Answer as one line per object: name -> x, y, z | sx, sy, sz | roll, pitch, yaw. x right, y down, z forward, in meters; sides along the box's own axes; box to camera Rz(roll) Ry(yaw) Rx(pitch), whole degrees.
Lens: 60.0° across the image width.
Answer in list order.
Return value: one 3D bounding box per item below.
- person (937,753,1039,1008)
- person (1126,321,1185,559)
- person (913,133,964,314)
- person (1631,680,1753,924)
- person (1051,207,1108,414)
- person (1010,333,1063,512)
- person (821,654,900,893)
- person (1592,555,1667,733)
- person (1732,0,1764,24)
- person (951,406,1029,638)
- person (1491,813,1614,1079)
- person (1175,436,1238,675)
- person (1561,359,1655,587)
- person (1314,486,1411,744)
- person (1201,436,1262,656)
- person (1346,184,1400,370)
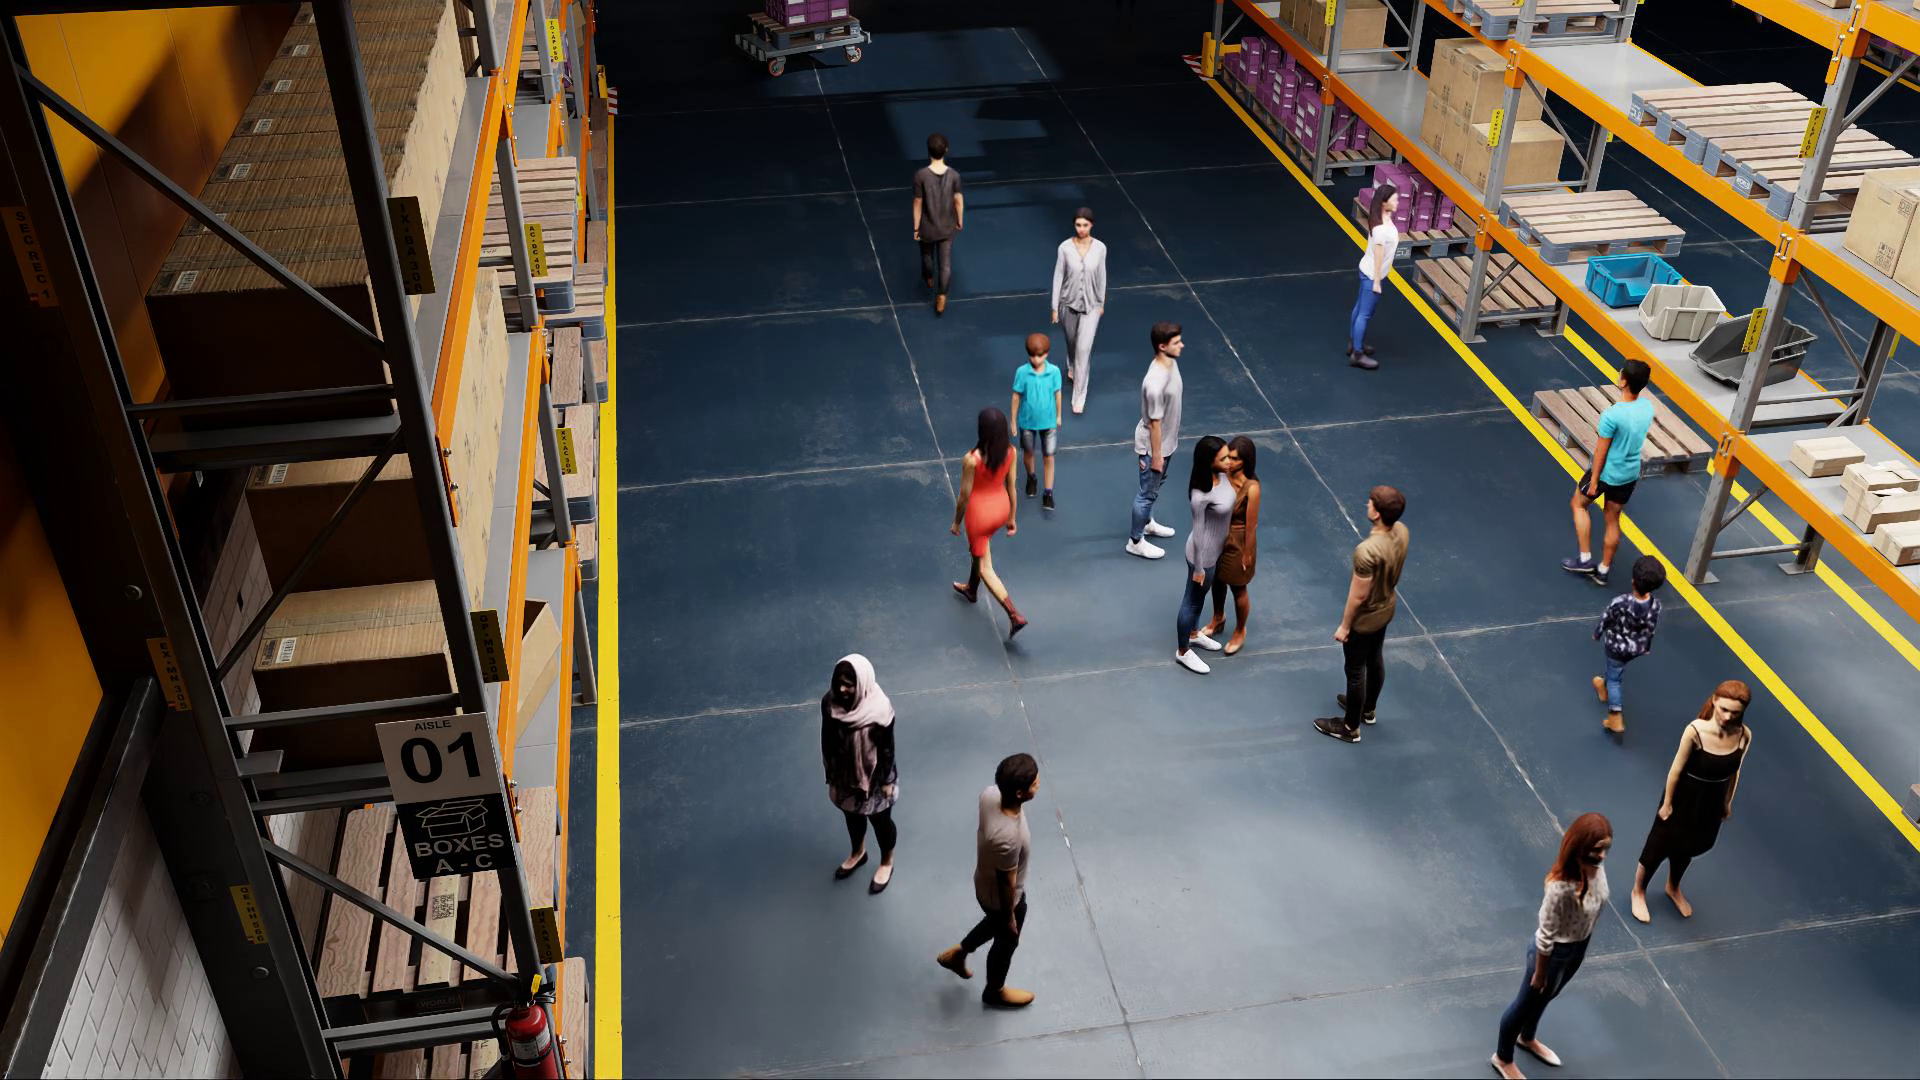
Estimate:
person -> 0.137, 1.788, 8.625 | 0.714, 1.698, 0.698 | -3, 34, -4
person -> 1.451, -0.758, 12.287 | 0.805, 1.886, 0.670 | 10, 35, 14
person -> -0.212, -2.970, 15.807 | 0.697, 1.673, 1.057 | -3, 34, -4
person -> 4.078, 1.428, 9.232 | 0.586, 1.626, 0.582 | -2, 34, -4
person -> 1.028, -2.059, 14.390 | 0.811, 1.724, 1.183 | 3, 34, 5
person -> 0.607, -0.992, 13.046 | 0.651, 1.435, 0.828 | 1, 34, 2
person -> -0.548, 1.293, 9.430 | 0.738, 1.631, 0.780 | 15, 36, 21
person -> 4.295, 0.678, 10.718 | 0.538, 1.231, 0.848 | -3, 34, -4
person -> 11.487, -8.316, 23.905 | 0.667, 1.610, 1.034 | -1, 34, -2
person -> 0.230, -0.097, 11.478 | 0.924, 1.681, 1.199 | -21, 39, -29
person -> 2.961, 2.018, 8.254 | 0.651, 1.728, 0.657 | -26, 41, -33
person -> 1.632, 0.072, 11.173 | 0.749, 1.736, 0.657 | 15, 37, 22
person -> 4.748, -0.425, 11.902 | 0.677, 1.758, 0.667 | -12, 35, -17
person -> 2.581, 0.458, 10.488 | 0.784, 1.852, 0.748 | 26, 41, 33
person -> 1.840, 0.029, 11.285 | 0.696, 1.683, 0.588 | -23, 40, -31
person -> 3.688, -2.363, 14.883 | 0.719, 1.684, 0.566 | 4, 34, 5
